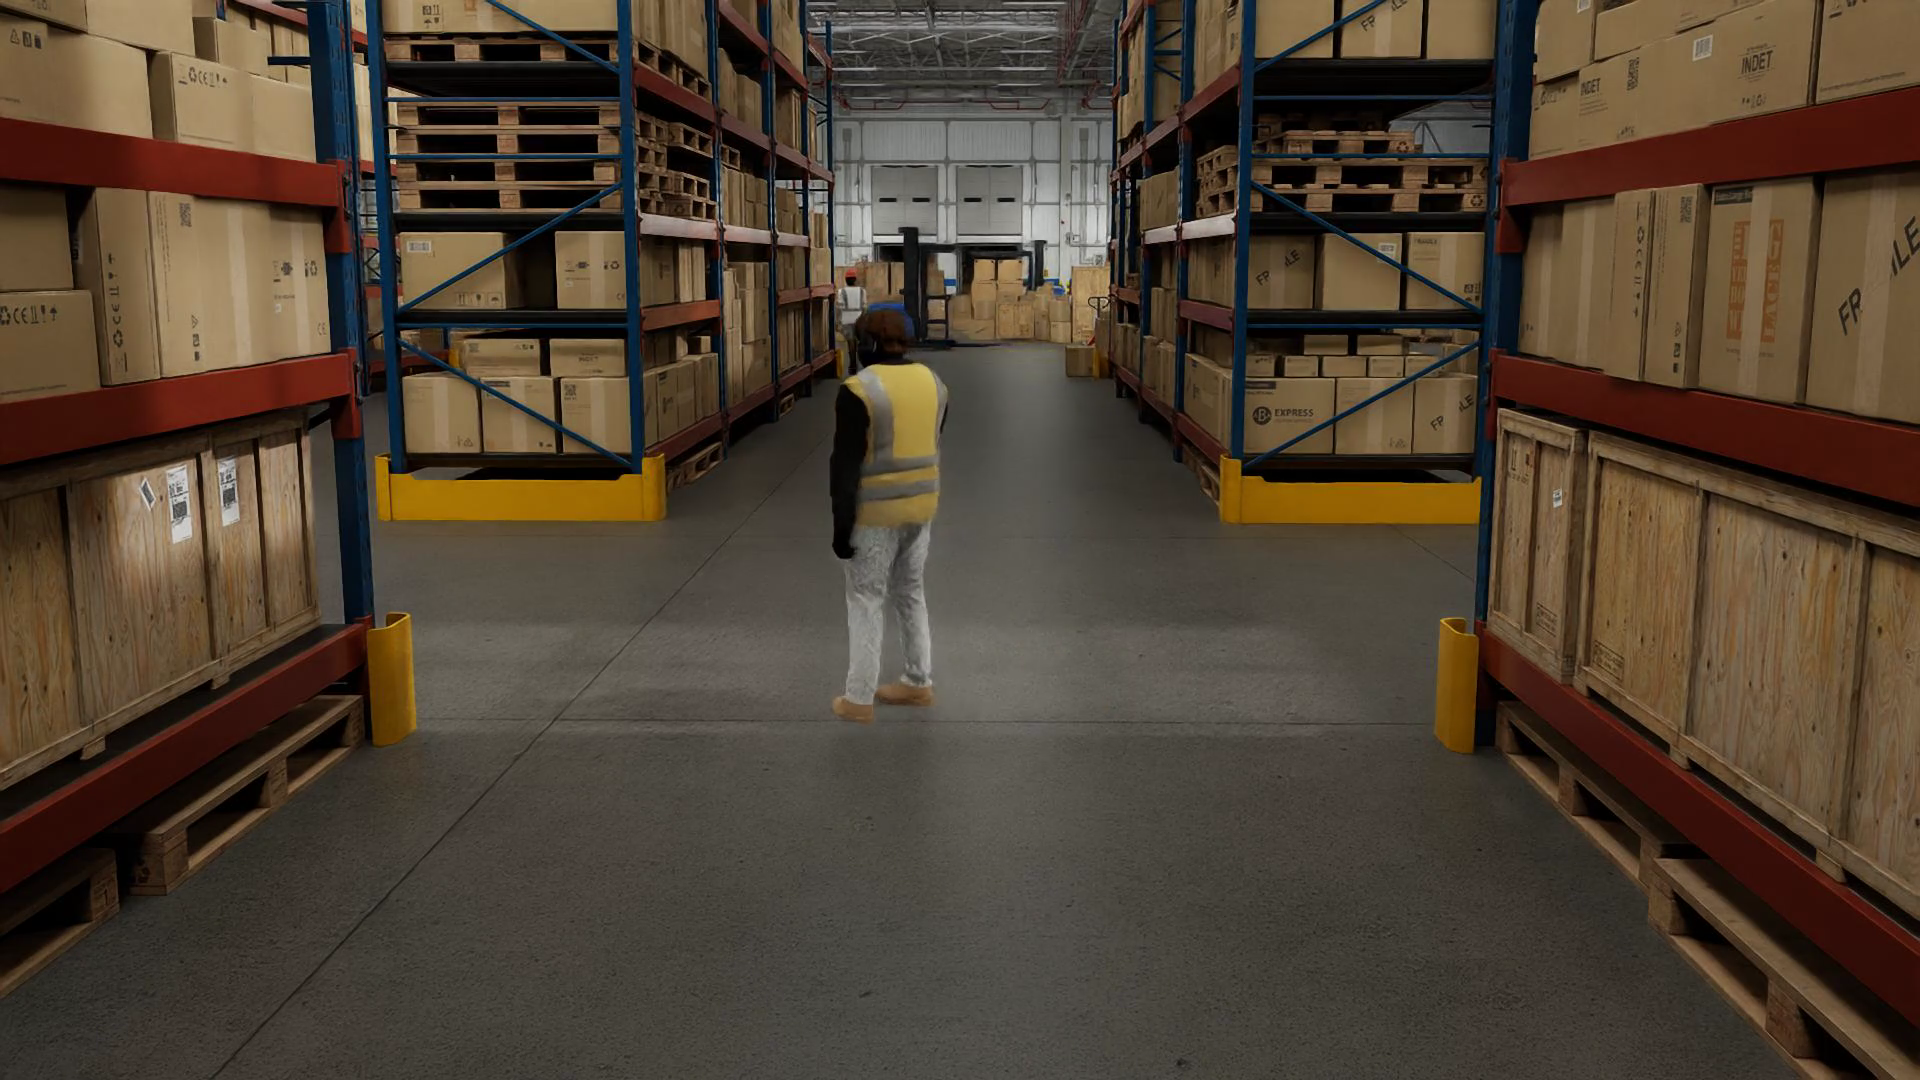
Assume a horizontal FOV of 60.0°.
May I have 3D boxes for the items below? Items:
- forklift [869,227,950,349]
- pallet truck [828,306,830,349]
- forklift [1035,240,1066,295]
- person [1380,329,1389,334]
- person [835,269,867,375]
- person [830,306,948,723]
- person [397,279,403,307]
[{"bbox_3d":[-1.149,-5.800,38.303,1.873,2.768,1.129,0,9,1],"label":"forklift"},{"bbox_3d":[-3.100,-3.940,29.800,1.885,1.965,0.823,3,10,19],"label":"pallet truck"},{"bbox_3d":[2.884,-9.440,60.107,1.873,2.768,1.129,0,9,3],"label":"forklift"},{"bbox_3d":[7.228,-3.633,28.872,0.319,1.694,0.533,-9,13,-43],"label":"person"},{"bbox_3d":[-2.011,-3.959,30.194,0.563,1.895,0.922,-4,10,-22],"label":"person"},{"bbox_3d":[-0.332,-0.106,7.348,0.434,1.836,0.636,9,13,44],"label":"person"},{"bbox_3d":[-12.911,-5.143,38.077,0.315,1.640,0.514,2,10,14],"label":"person"}]
